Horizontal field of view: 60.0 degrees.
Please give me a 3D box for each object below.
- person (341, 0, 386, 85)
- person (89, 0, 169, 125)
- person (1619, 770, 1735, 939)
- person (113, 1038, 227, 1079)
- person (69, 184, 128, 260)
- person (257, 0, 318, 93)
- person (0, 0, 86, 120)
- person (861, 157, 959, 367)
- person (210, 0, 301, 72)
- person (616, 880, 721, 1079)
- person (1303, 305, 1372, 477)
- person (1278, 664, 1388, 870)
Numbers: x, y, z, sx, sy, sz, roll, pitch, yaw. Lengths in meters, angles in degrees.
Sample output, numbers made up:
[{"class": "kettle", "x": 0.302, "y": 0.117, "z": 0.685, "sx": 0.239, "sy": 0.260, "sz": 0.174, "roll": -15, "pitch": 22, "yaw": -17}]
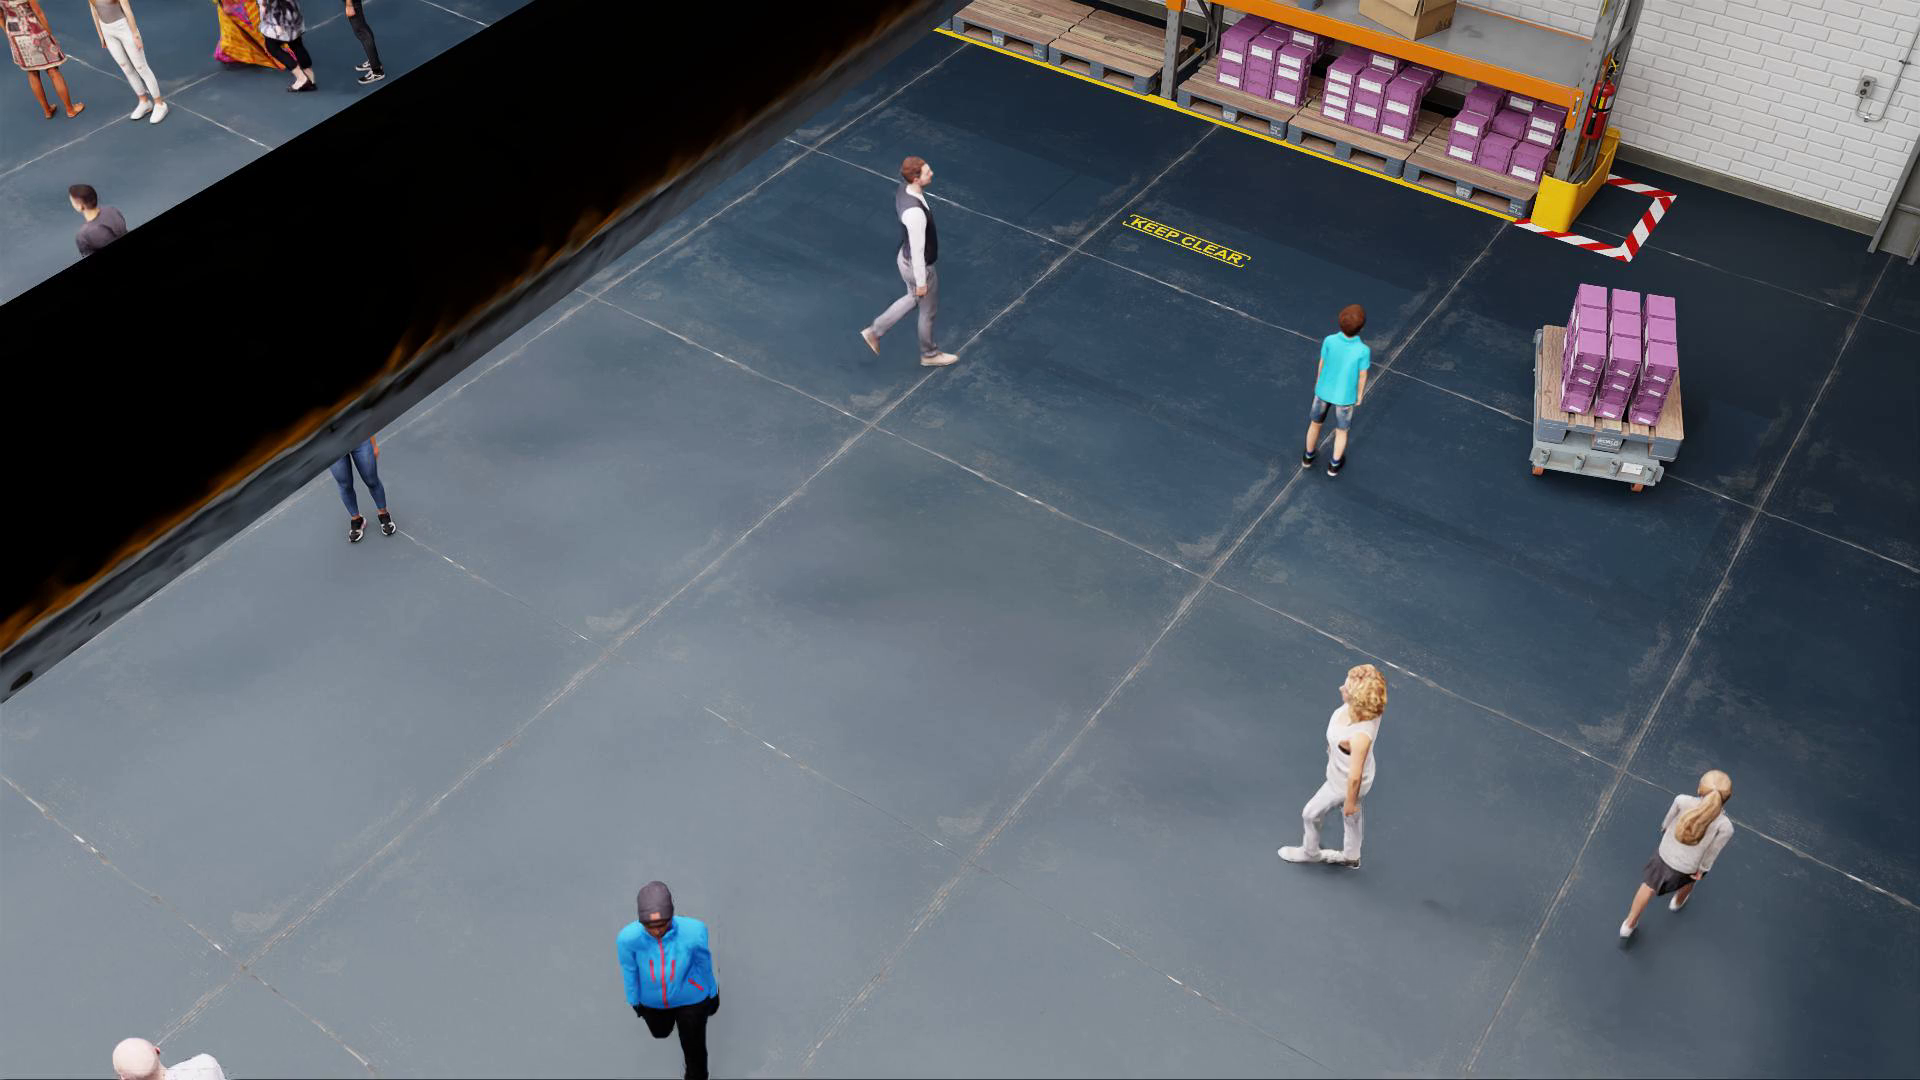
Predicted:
[{"class": "person", "x": -6.068, "y": -5.464, "z": 16.530, "sx": 0.758, "sy": 1.834, "sz": 0.669, "roll": -12, "pitch": 45, "yaw": -12}, {"class": "person", "x": -8.059, "y": -4.870, "z": 15.992, "sx": 0.593, "sy": 1.716, "sz": 0.721, "roll": 8, "pitch": 44, "yaw": 8}, {"class": "person", "x": 4.029, "y": 1.785, "z": 9.339, "sx": 0.776, "sy": 1.257, "sz": 0.578, "roll": 29, "pitch": 51, "yaw": 27}, {"class": "person", "x": -3.427, "y": 2.938, "z": 7.731, "sx": 0.683, "sy": 1.807, "sz": 0.696, "roll": 32, "pitch": 52, "yaw": 29}, {"class": "person", "x": -6.447, "y": -1.981, "z": 12.948, "sx": 1.202, "sy": 1.733, "sz": 0.830, "roll": 15, "pitch": 46, "yaw": 15}, {"class": "person", "x": -6.578, "y": -5.161, "z": 16.365, "sx": 0.830, "sy": 1.624, "sz": 0.783, "roll": 0, "pitch": 44, "yaw": 0}, {"class": "person", "x": -8.973, "y": -4.852, "z": 16.025, "sx": 0.687, "sy": 1.645, "sz": 0.786, "roll": -1, "pitch": 44, "yaw": -1}, {"class": "person", "x": -0.419, "y": -2.146, "z": 12.988, "sx": 1.114, "sy": 1.916, "sz": 1.050, "roll": -6, "pitch": 44, "yaw": -6}, {"class": "person", "x": -7.323, "y": -5.479, "z": 16.665, "sx": 1.223, "sy": 1.669, "sz": 1.146, "roll": -5, "pitch": 44, "yaw": -5}, {"class": "person", "x": -1.461, "y": 2.233, "z": 8.491, "sx": 1.052, "sy": 1.779, "sz": 1.068, "roll": -4, "pitch": 44, "yaw": -4}, {"class": "person", "x": 2.775, "y": -1.107, "z": 12.236, "sx": 0.470, "sy": 1.447, "sz": 0.605, "roll": 18, "pitch": 46, "yaw": 18}, {"class": "person", "x": 2.297, "y": 1.354, "z": 9.504, "sx": 0.783, "sy": 1.655, "sz": 0.707, "roll": 15, "pitch": 46, "yaw": 15}]
